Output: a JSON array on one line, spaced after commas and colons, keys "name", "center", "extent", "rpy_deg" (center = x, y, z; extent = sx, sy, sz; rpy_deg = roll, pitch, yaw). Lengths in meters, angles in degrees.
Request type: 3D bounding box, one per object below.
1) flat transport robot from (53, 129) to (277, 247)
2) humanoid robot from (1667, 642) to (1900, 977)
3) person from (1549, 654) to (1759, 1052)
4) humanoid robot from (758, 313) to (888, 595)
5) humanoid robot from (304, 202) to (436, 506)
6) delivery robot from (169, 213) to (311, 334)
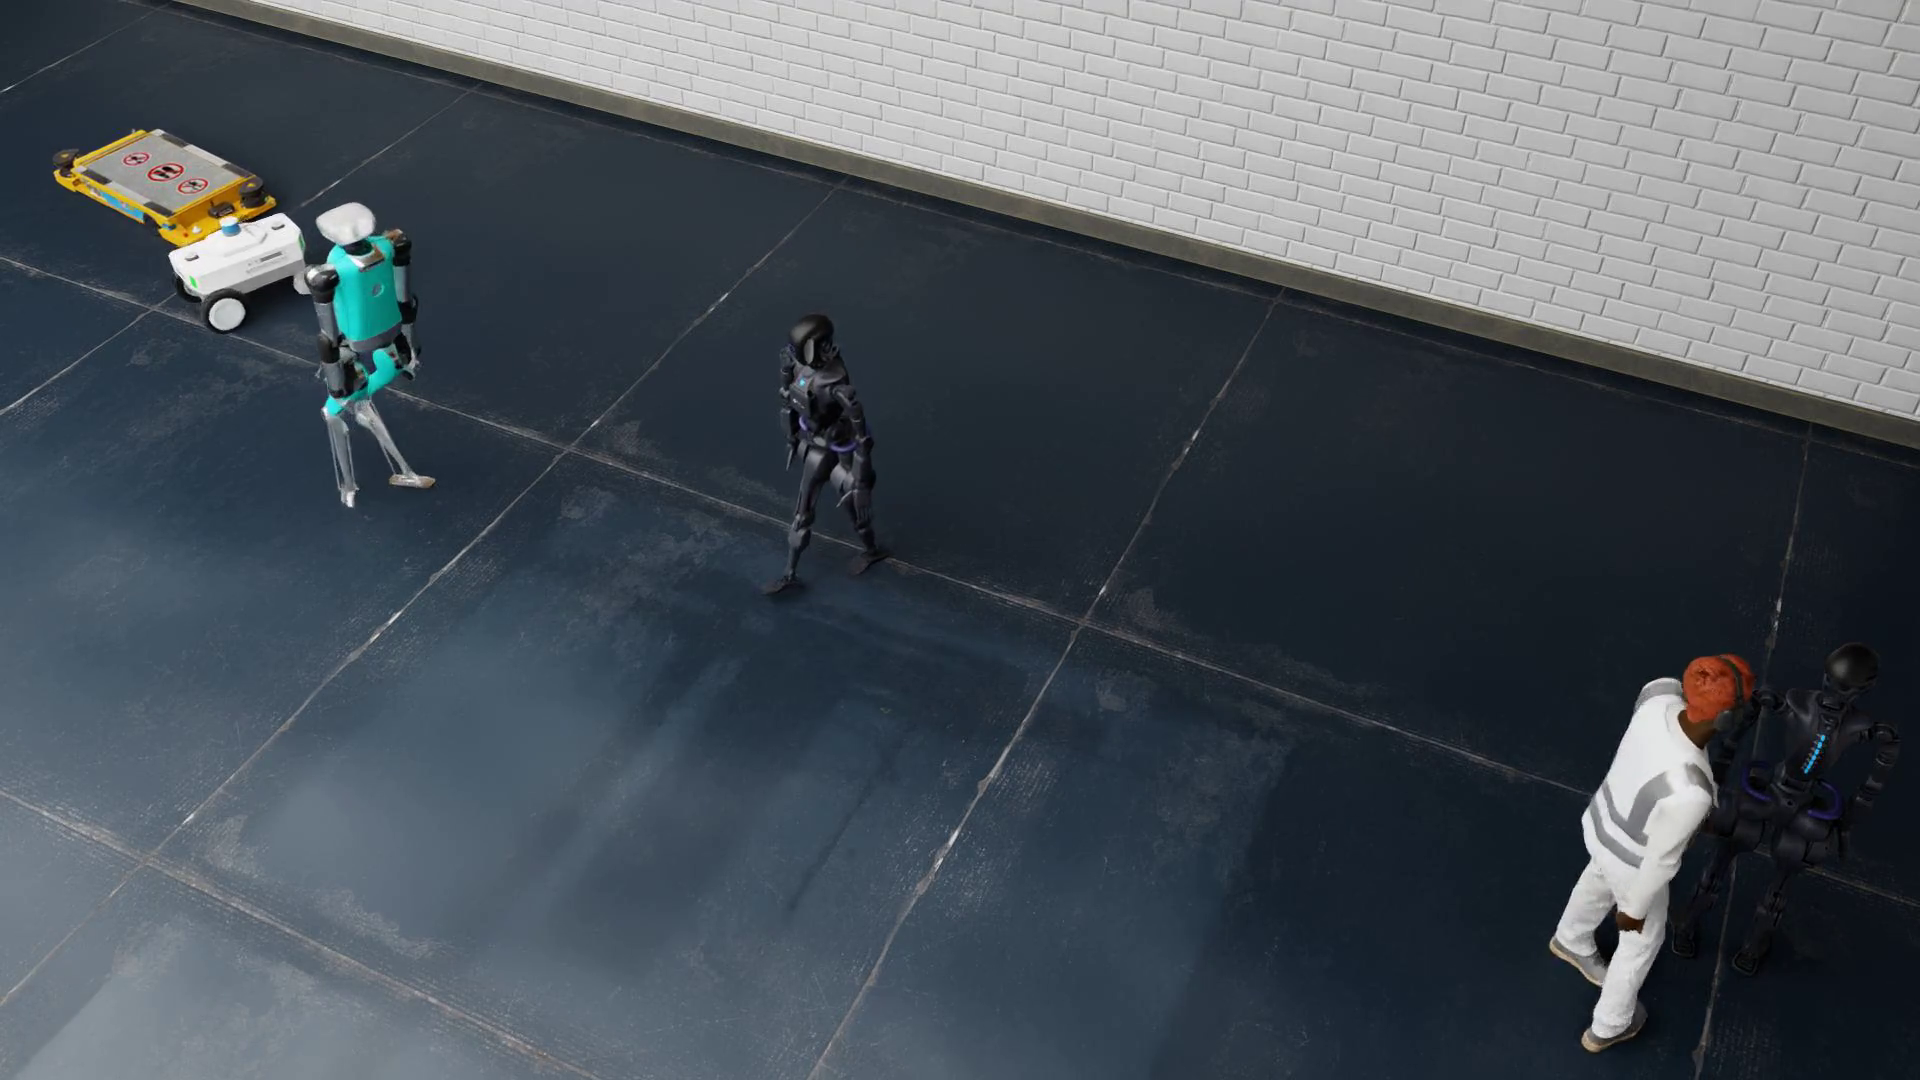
[{"name": "flat transport robot", "center": [-5.151, -2.300, 10.737], "extent": [1.431, 0.231, 0.659], "rpy_deg": [26, 49, 25]}, {"name": "humanoid robot", "center": [3.011, 0.990, 6.143], "extent": [0.599, 1.654, 0.315], "rpy_deg": [18, 46, 19]}, {"name": "person", "center": [2.463, 1.091, 5.905], "extent": [0.484, 1.862, 0.562], "rpy_deg": [0, 43, 0]}, {"name": "humanoid robot", "center": [-0.621, -0.367, 7.636], "extent": [0.591, 1.633, 0.714], "rpy_deg": [33, 52, 31]}, {"name": "humanoid robot", "center": [-2.994, -0.911, 8.165], "extent": [0.822, 1.783, 0.588], "rpy_deg": [29, 50, 27]}, {"name": "delivery robot", "center": [-4.234, -1.612, 9.791], "extent": [0.808, 0.604, 0.499], "rpy_deg": [-30, 50, -28]}]
